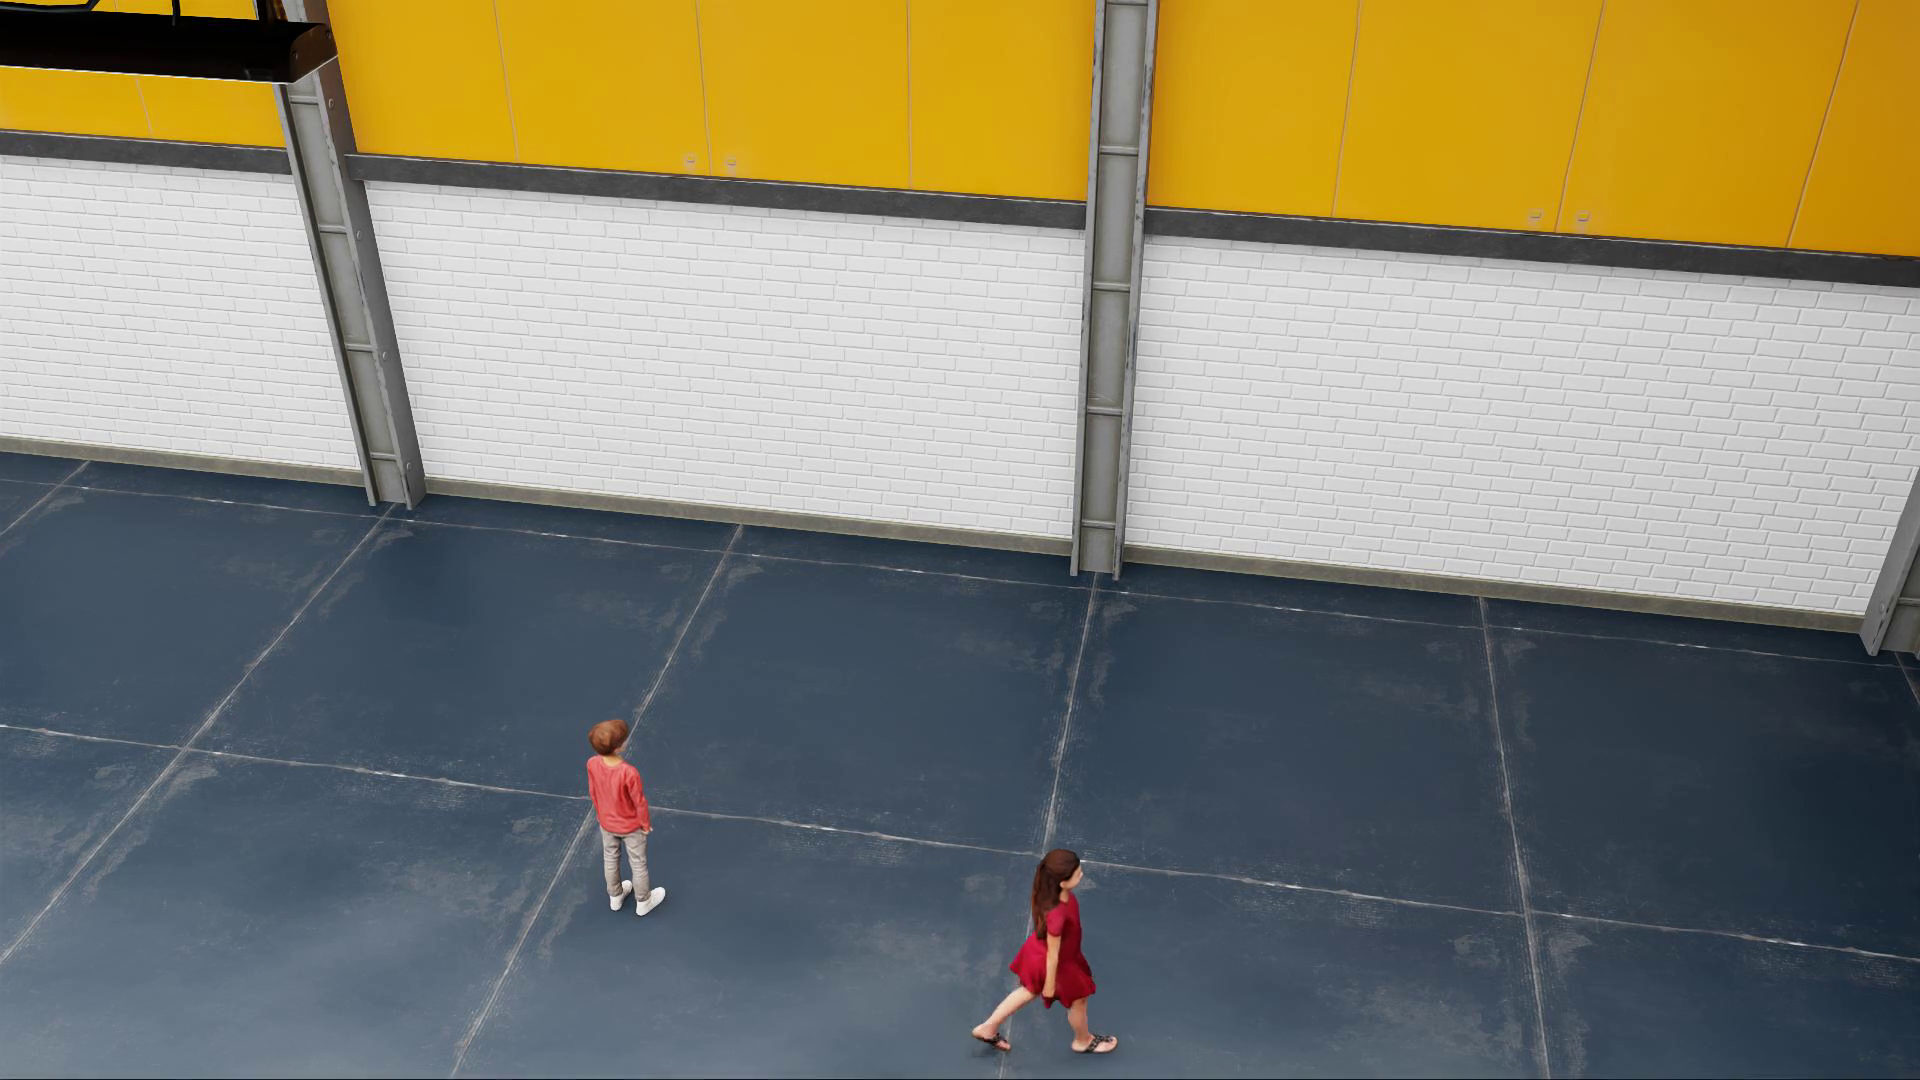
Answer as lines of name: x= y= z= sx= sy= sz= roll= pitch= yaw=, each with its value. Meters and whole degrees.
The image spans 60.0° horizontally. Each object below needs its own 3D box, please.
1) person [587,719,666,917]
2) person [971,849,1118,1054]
person: x=-2.025 y=1.658 z=9.926 sx=0.462 sy=1.417 sz=0.611 roll=12 pitch=35 yaw=17
person: x=0.427 y=2.245 z=8.943 sx=1.097 sy=1.526 sz=0.727 roll=-3 pitch=34 yaw=-5
